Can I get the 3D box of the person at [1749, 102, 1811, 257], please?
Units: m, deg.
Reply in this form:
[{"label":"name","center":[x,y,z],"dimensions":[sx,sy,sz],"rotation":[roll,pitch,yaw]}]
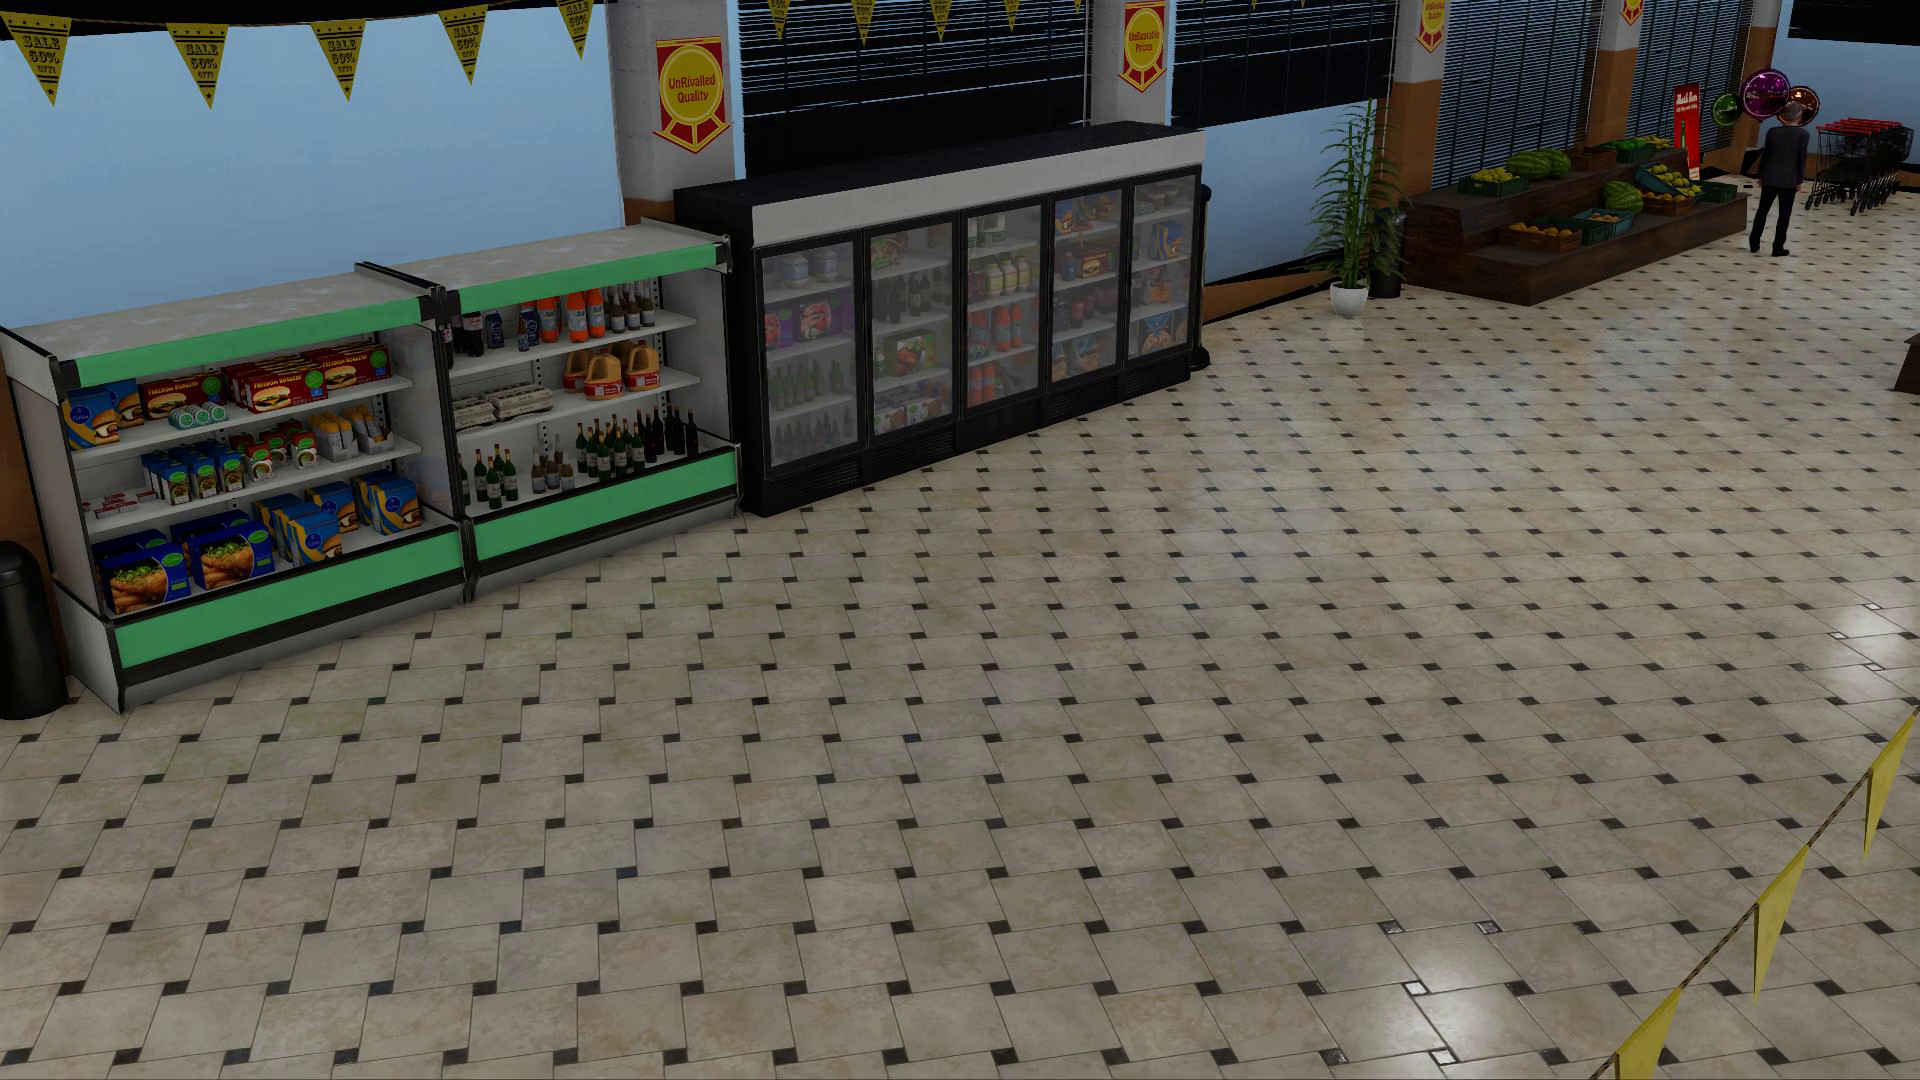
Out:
[{"label":"person","center":[10.115,-4.449,20.495],"dimensions":[0.585,1.827,0.736],"rotation":[-18,28,-37]}]
